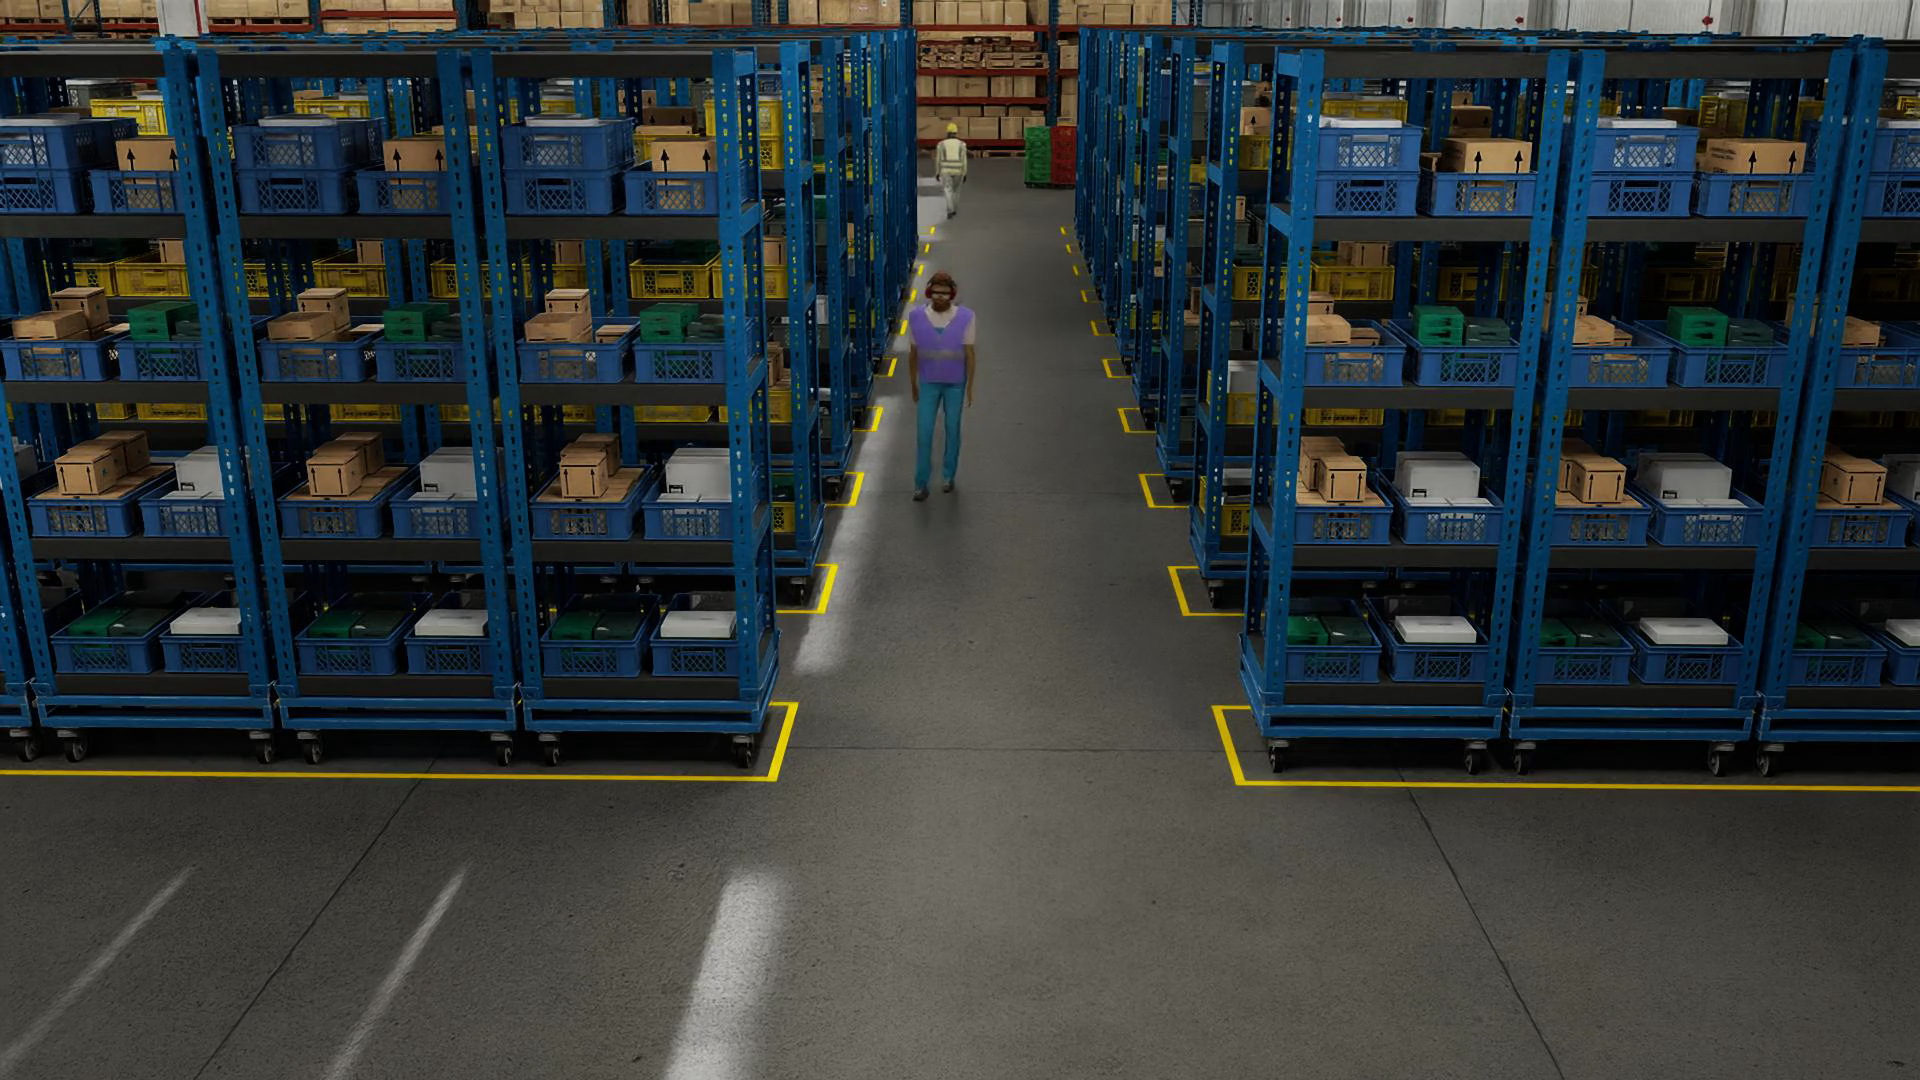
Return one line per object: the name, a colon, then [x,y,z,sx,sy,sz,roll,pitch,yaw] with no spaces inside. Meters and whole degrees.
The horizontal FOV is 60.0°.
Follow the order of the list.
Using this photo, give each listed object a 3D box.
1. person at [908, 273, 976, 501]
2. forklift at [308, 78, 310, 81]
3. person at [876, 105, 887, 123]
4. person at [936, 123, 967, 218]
person: [-0.162,-1.206,13.256,0.556,1.803,0.824,2,18,7]
forklift: [-16.447,-11.116,43.066,1.873,2.768,1.129,0,17,1]
person: [-2.099,-11.265,45.052,0.957,1.965,0.604,-1,17,-2]
person: [-0.156,-7.142,32.167,0.600,1.806,0.772,-1,17,-5]
